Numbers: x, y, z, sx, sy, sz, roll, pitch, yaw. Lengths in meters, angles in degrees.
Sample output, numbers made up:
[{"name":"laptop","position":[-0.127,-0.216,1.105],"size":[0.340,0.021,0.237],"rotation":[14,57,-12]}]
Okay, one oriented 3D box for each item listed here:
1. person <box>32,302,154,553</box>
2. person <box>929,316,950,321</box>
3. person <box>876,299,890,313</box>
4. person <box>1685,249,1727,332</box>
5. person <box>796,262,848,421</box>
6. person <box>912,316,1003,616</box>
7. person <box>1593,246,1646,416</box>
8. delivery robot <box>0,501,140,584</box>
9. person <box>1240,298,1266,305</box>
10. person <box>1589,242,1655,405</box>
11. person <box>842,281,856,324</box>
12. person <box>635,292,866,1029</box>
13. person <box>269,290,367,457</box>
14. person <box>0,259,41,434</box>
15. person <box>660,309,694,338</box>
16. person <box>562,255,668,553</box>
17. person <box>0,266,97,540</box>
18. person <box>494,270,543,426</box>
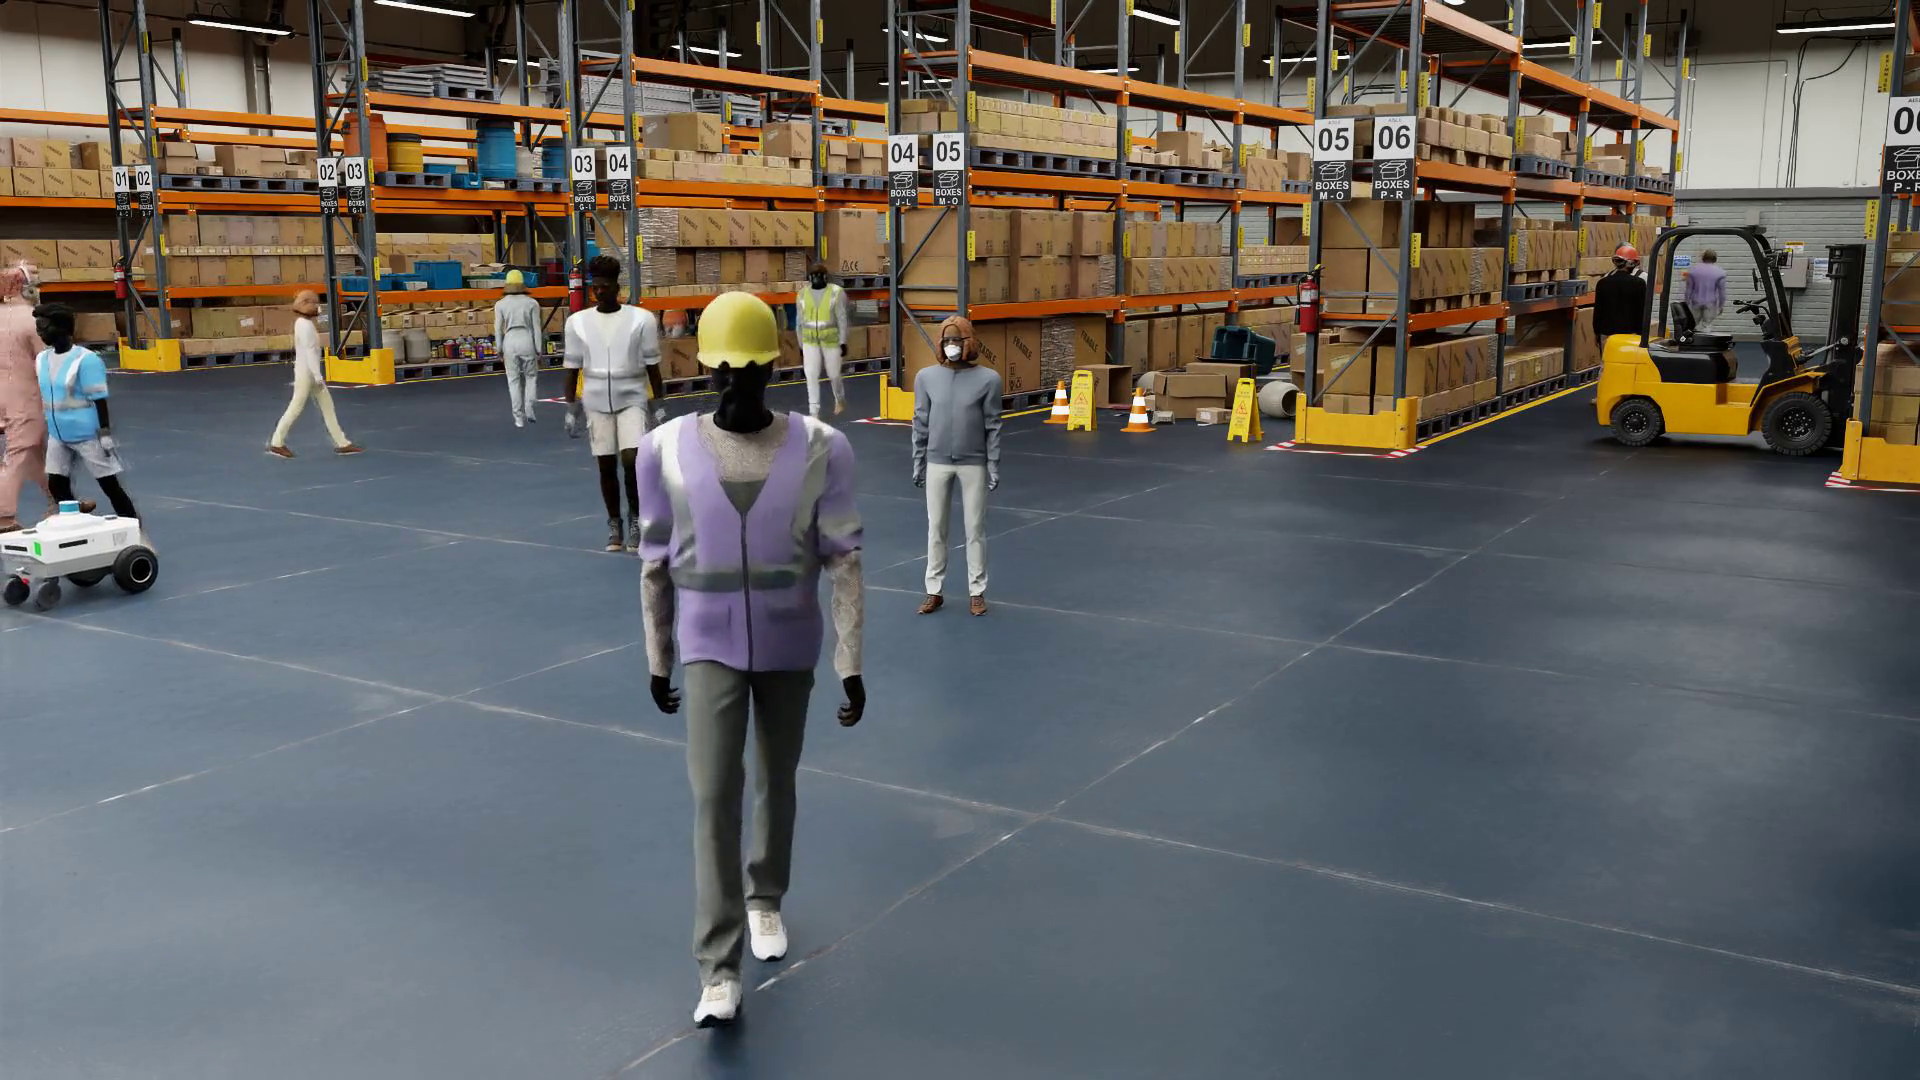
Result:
[{"name":"person","position":[-5.532,-0.678,10.578],"size":[0.572,1.664,0.551],"rotation":[4,11,20]},{"name":"person","position":[-0.169,-3.135,23.793],"size":[0.566,1.846,0.389],"rotation":[1,10,4]},{"name":"person","position":[-1.309,-4.369,30.980],"size":[0.532,1.758,0.544],"rotation":[-1,10,-3]},{"name":"person","position":[13.107,-4.142,29.225],"size":[0.652,1.922,0.536],"rotation":[6,12,32]},{"name":"person","position":[-1.566,-2.266,19.021],"size":[0.637,1.821,0.784],"rotation":[2,10,9]},{"name":"person","position":[-0.019,-0.400,9.070],"size":[0.501,1.633,0.279],"rotation":[2,10,9]},{"name":"person","position":[7.697,-2.421,19.396],"size":[0.610,1.989,0.392],"rotation":[10,14,44]},{"name":"delivery robot","position":[-5.061,0.019,9.481],"size":[0.477,0.478,0.707],"rotation":[5,11,24]},{"name":"person","position":[5.479,-4.506,31.459],"size":[0.661,1.860,1.019],"rotation":[8,13,39]},{"name":"person","position":[8.205,-2.679,20.696],"size":[0.538,2.000,0.686],"rotation":[-9,13,-40]},{"name":"person","position":[-2.189,-4.256,29.872],"size":[0.657,1.916,0.485],"rotation":[2,10,9]},{"name":"person","position":[-0.549,0.304,4.395],"size":[0.604,1.882,0.940],"rotation":[-1,10,-7]},{"name":"person","position":[-6.167,-1.571,15.759],"size":[0.871,1.587,0.519],"rotation":[-3,10,-15]},{"name":"person","position":[-9.792,-2.024,17.547],"size":[0.991,1.853,0.666],"rotation":[-4,11,-21]},{"name":"person","position":[-4.316,-3.267,25.046],"size":[0.530,1.671,0.824],"rotation":[5,11,25]},{"name":"person","position":[-2.252,-0.868,10.803],"size":[0.653,1.943,0.593],"rotation":[0,10,0]},{"name":"person","position":[-6.440,-0.965,11.606],"size":[0.668,1.854,0.976],"rotation":[5,11,26]},{"name":"person","position":[-4.910,-2.136,18.506],"size":[0.512,1.722,0.555],"rotation":[-3,10,-14]}]
